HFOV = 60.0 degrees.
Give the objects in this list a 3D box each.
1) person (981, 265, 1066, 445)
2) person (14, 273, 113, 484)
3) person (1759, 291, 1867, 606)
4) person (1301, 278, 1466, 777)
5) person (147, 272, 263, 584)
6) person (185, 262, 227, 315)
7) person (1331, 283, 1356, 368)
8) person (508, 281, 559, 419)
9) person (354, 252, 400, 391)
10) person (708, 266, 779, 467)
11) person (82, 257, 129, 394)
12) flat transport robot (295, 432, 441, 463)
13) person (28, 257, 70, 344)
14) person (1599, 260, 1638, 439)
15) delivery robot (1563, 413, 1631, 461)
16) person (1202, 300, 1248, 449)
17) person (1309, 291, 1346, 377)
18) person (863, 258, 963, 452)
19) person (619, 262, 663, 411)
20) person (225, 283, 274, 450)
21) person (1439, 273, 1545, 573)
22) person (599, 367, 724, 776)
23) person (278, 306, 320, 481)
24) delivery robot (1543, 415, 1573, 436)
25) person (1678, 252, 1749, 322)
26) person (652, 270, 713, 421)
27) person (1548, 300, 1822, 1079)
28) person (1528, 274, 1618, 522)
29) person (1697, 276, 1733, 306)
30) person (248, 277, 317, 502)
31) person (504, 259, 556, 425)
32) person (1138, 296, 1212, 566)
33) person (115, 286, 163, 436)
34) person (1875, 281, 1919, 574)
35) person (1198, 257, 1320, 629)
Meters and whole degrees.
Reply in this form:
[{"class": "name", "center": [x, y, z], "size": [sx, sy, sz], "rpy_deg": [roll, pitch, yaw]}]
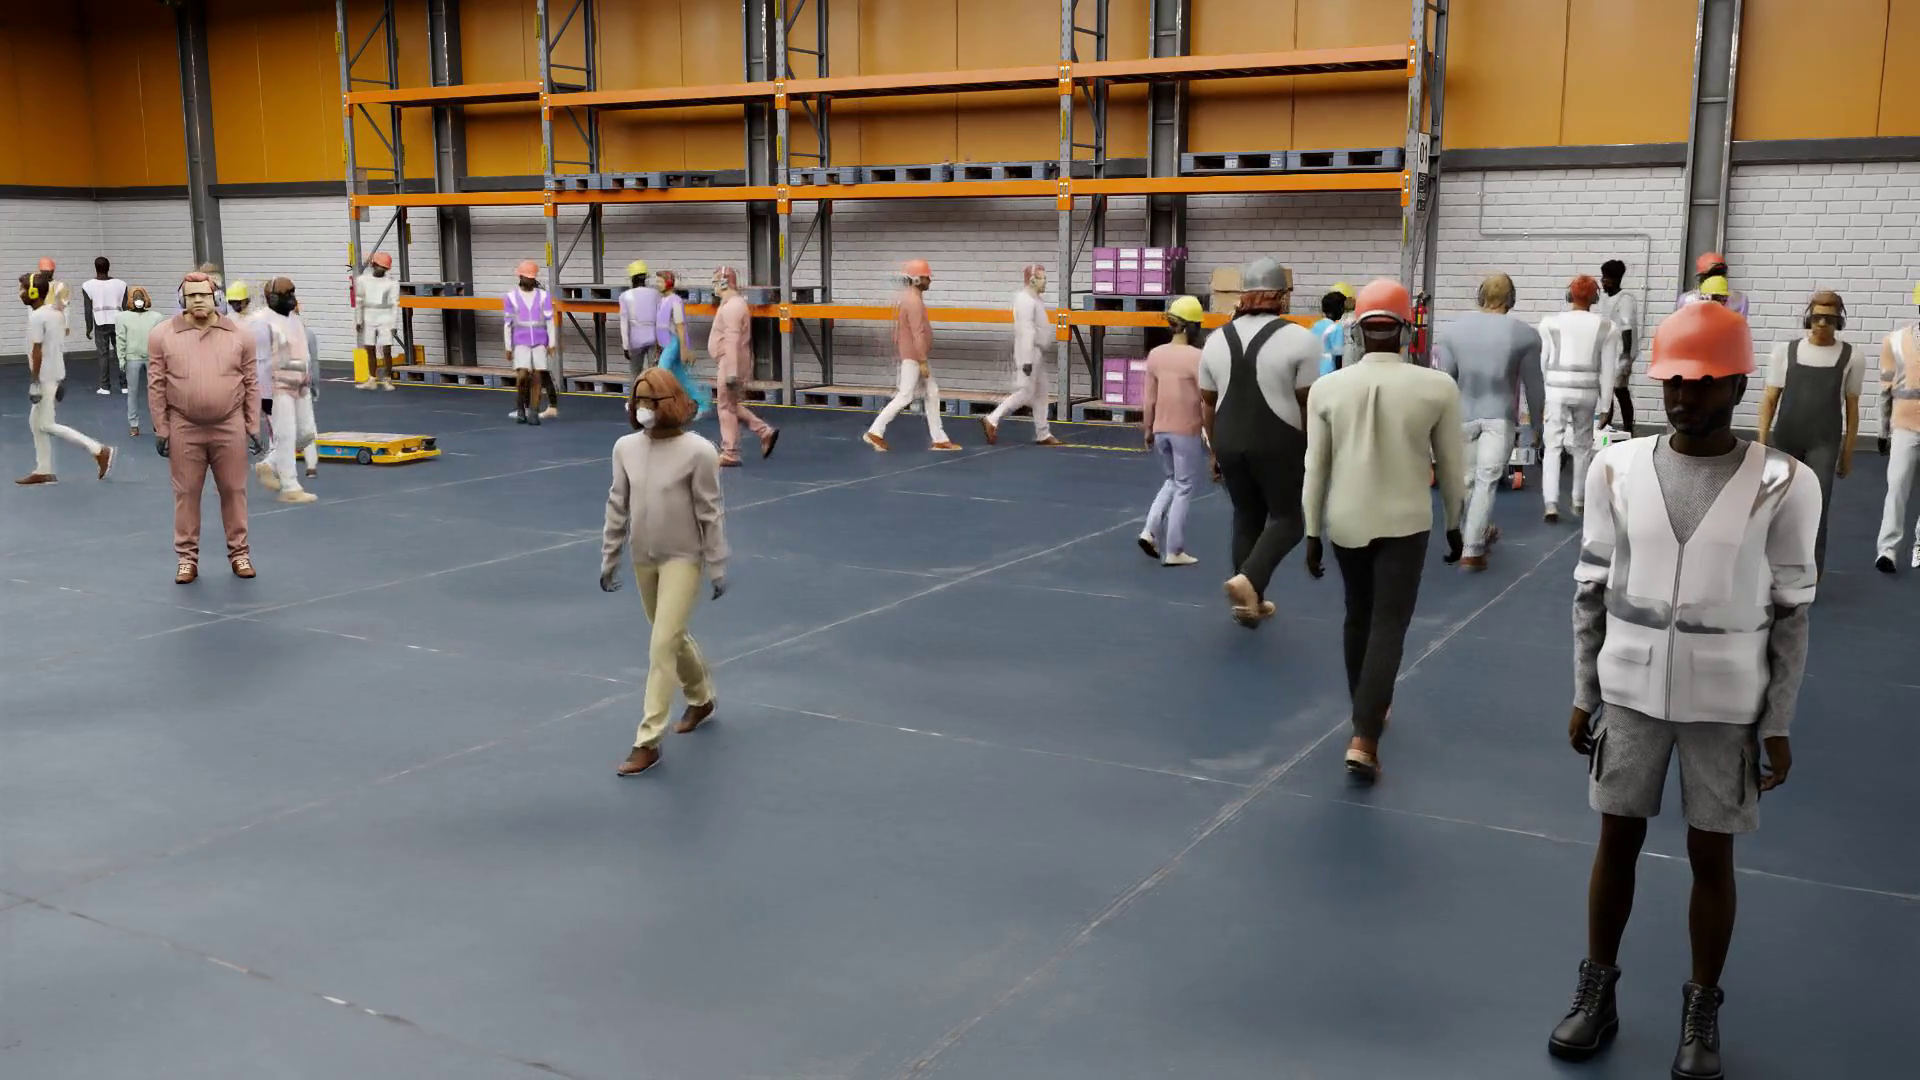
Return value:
[{"class": "person", "center": [0.661, -1.905, 17.230], "size": [0.800, 1.886, 0.655], "rpy_deg": [2, 10, 9]}, {"class": "person", "center": [-7.843, -1.387, 14.410], "size": [0.751, 1.846, 0.518], "rpy_deg": [-3, 11, -18]}, {"class": "person", "center": [5.019, -0.564, 9.845], "size": [0.518, 1.825, 0.748], "rpy_deg": [7, 12, 35]}, {"class": "person", "center": [1.673, -0.066, 6.657], "size": [0.614, 1.952, 1.015], "rpy_deg": [5, 11, 27]}, {"class": "person", "center": [-4.650, -0.691, 10.284], "size": [0.637, 1.911, 0.403], "rpy_deg": [-5, 11, -26]}, {"class": "person", "center": [-7.992, -2.001, 17.720], "size": [0.595, 1.902, 0.639], "rpy_deg": [2, 10, 13]}, {"class": "person", "center": [3.899, -1.731, 16.737], "size": [0.837, 1.713, 0.495], "rpy_deg": [-2, 10, -10]}, {"class": "person", "center": [-5.164, -2.275, 19.899], "size": [0.704, 1.666, 0.555], "rpy_deg": [-1, 10, -6]}, {"class": "person", "center": [-8.363, -3.102, 23.725], "size": [0.798, 1.991, 0.462], "rpy_deg": [1, 10, 6]}, {"class": "person", "center": [-2.074, -1.622, 15.608], "size": [0.603, 1.886, 0.658], "rpy_deg": [-1, 10, -3]}, {"class": "person", "center": [-11.980, -3.012, 23.389], "size": [0.591, 1.922, 0.392], "rpy_deg": [-9, 13, -40]}, {"class": "flat transport robot", "center": [-5.850, -0.907, 16.141], "size": [1.431, 0.197, 0.652], "rpy_deg": [3, 11, 18]}, {"class": "person", "center": [-13.558, -3.263, 24.822], "size": [0.552, 1.917, 0.808], "rpy_deg": [-2, 10, -12]}, {"class": "person", "center": [6.613, -1.865, 16.861], "size": [0.633, 1.925, 0.659], "rpy_deg": [1, 10, 8]}, {"class": "delivery robot", "center": [5.727, -0.905, 15.057], "size": [0.477, 0.478, 0.707], "rpy_deg": [-4, 11, -20]}, {"class": "person", "center": [2.749, -1.674, 16.153], "size": [0.785, 1.811, 0.620], "rpy_deg": [3, 11, 19]}, {"class": "person", "center": [3.397, -1.548, 15.877], "size": [0.862, 1.650, 0.534], "rpy_deg": [-2, 10, -11]}, {"class": "person", "center": [-0.502, -1.847, 16.729], "size": [0.977, 1.962, 0.617], "rpy_deg": [0, 10, 2]}, {"class": "person", "center": [-3.798, -2.373, 19.888], "size": [0.604, 1.872, 1.000], "rpy_deg": [-4, 11, -23]}, {"class": "person", "center": [-7.102, -1.711, 16.612], "size": [0.541, 1.696, 0.936], "rpy_deg": [1, 10, 4]}, {"class": "person", "center": [3.459, -0.771, 10.791], "size": [0.659, 1.885, 0.997], "rpy_deg": [7, 12, 36]}, {"class": "person", "center": [-1.210, 0.087, 6.782], "size": [0.513, 1.590, 0.833], "rpy_deg": [5, 11, 28]}, {"class": "person", "center": [-5.953, -1.339, 14.784], "size": [0.504, 1.615, 0.350], "rpy_deg": [-5, 11, -26]}, {"class": "delivery robot", "center": [5.658, -1.032, 15.780], "size": [0.477, 0.478, 0.707], "rpy_deg": [-1, 10, -7]}, {"class": "person", "center": [7.033, -1.687, 15.647], "size": [0.626, 2.004, 0.730], "rpy_deg": [3, 10, 17]}, {"class": "person", "center": [-3.339, -2.255, 19.459], "size": [0.968, 1.805, 0.580], "rpy_deg": [-4, 11, -24]}, {"class": "person", "center": [1.774, 0.386, 4.099], "size": [0.547, 1.938, 0.377], "rpy_deg": [7, 12, 34]}, {"class": "person", "center": [4.614, -1.061, 12.559], "size": [0.605, 1.886, 0.629], "rpy_deg": [3, 10, 17]}, {"class": "person", "center": [6.934, -1.520, 15.298], "size": [0.814, 1.792, 0.595], "rpy_deg": [8, 13, 38]}, {"class": "person", "center": [-5.502, -1.207, 13.447], "size": [0.536, 1.827, 0.631], "rpy_deg": [2, 10, 11]}, {"class": "person", "center": [-4.958, -2.270, 19.220], "size": [0.554, 1.915, 0.455], "rpy_deg": [-4, 11, -21]}, {"class": "person", "center": [1.434, -0.694, 10.745], "size": [0.356, 1.752, 0.530], "rpy_deg": [-7, 12, -35]}, {"class": "person", "center": [-8.985, -1.965, 18.276], "size": [0.499, 1.633, 0.286], "rpy_deg": [-8, 13, -37]}, {"class": "person", "center": [6.068, -0.708, 10.462], "size": [0.592, 1.883, 0.958], "rpy_deg": [6, 12, 32]}, {"class": "person", "center": [1.598, -0.517, 8.920], "size": [0.692, 2.000, 0.709], "rpy_deg": [9, 13, 41]}]
